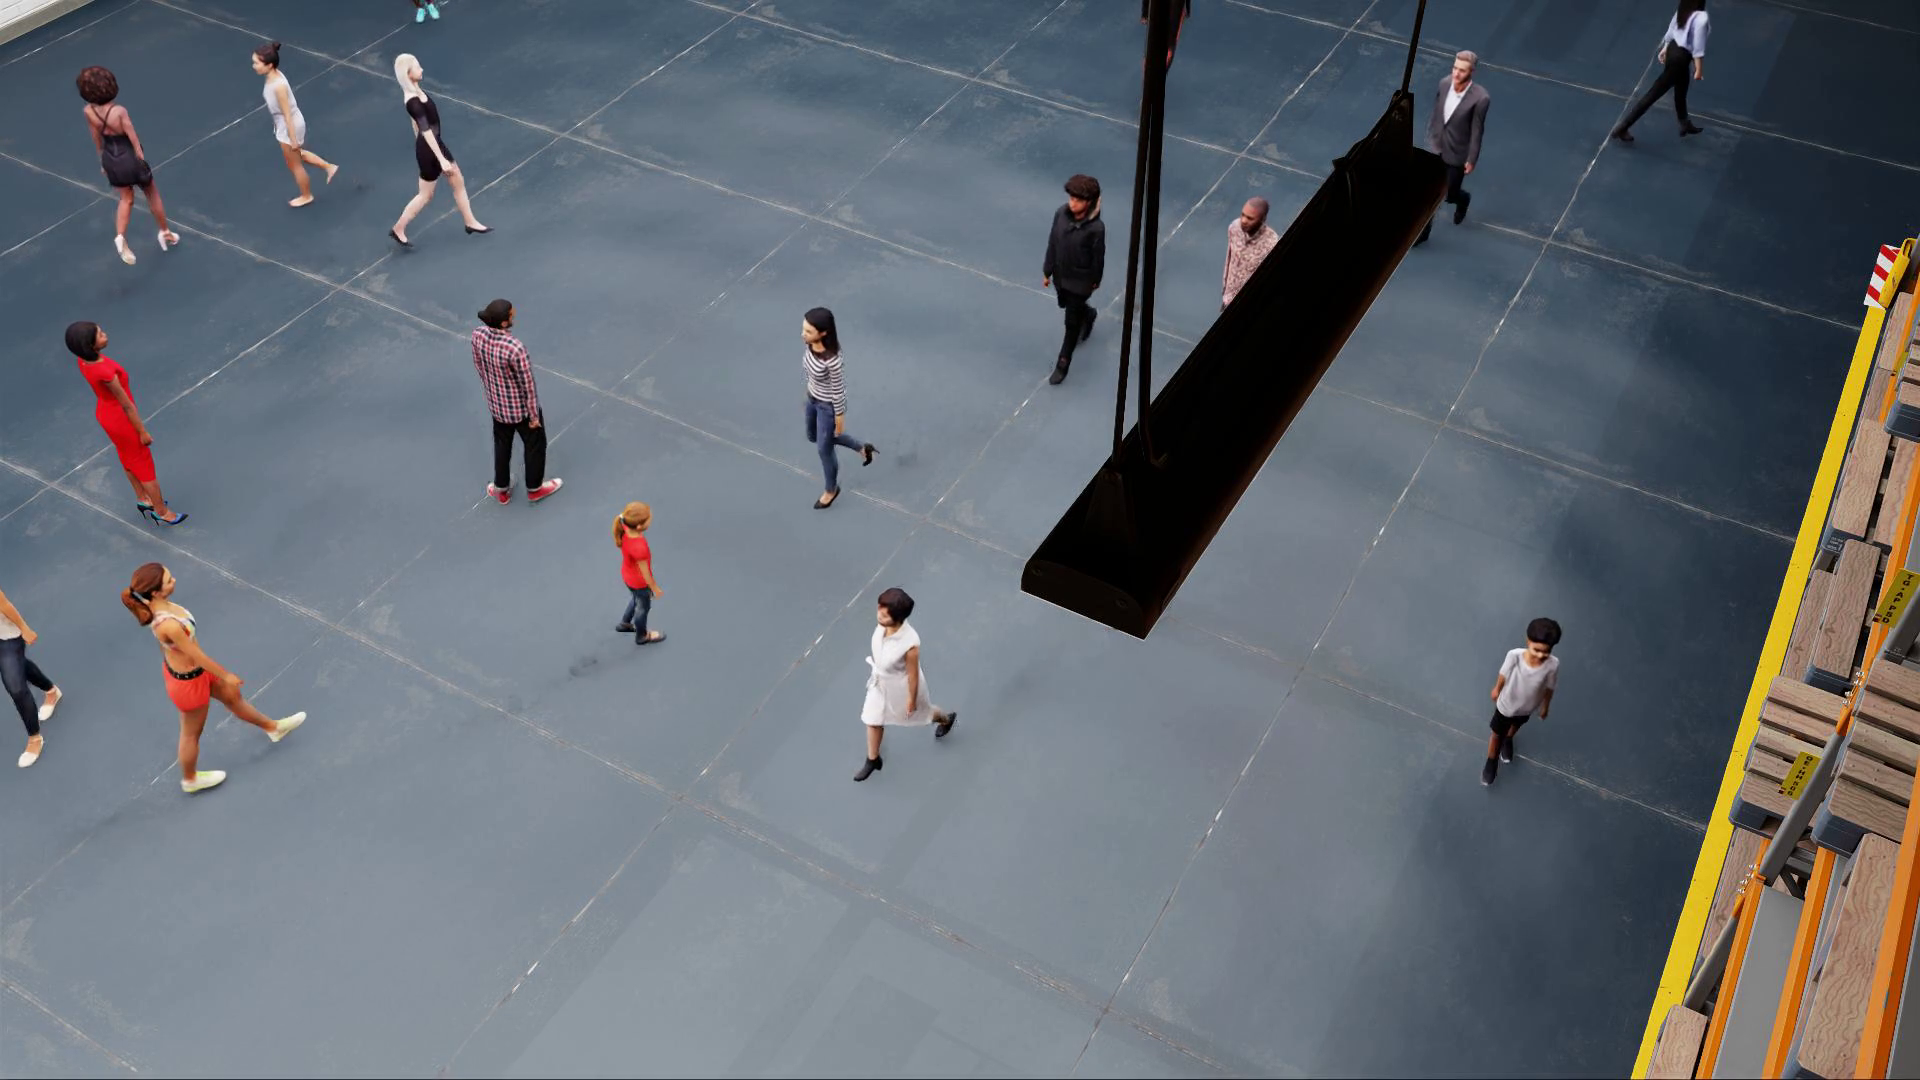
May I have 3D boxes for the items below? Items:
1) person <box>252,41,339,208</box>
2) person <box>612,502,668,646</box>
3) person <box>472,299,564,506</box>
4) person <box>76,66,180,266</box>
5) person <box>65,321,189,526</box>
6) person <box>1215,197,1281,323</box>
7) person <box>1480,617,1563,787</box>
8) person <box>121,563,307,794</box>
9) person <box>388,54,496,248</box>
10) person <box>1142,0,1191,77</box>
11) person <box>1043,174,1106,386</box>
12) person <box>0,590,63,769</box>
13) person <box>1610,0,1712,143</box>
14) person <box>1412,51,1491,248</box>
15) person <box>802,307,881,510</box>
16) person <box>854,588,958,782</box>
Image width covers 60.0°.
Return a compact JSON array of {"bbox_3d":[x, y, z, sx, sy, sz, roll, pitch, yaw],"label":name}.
[{"bbox_3d":[-5.974,-3.754,15.003,0.883,1.603,0.792,-19,47,-19],"label":"person"},{"bbox_3d":[-2.199,0.260,11.015,0.714,1.292,0.653,-17,46,-17],"label":"person"},{"bbox_3d":[-3.267,-0.984,11.991,0.787,1.747,0.690,12,45,13],"label":"person"},{"bbox_3d":[-7.177,-3.140,14.244,0.836,1.760,1.052,3,44,3],"label":"person"},{"bbox_3d":[-5.953,-0.823,11.825,0.600,1.743,0.561,31,52,29],"label":"person"},{"bbox_3d":[2.298,-1.914,12.938,0.816,1.787,1.007,32,52,29],"label":"person"},{"bbox_3d":[3.504,0.913,10.364,0.602,1.244,0.763,11,45,11],"label":"person"},{"bbox_3d":[-4.727,0.887,10.021,1.153,1.755,0.890,-25,49,-24],"label":"person"},{"bbox_3d":[-4.676,-3.303,14.392,1.168,1.793,1.081,-12,45,-12],"label":"person"},{"bbox_3d":[2.025,-5.210,16.402,0.772,1.782,1.166,13,45,13],"label":"person"},{"bbox_3d":[0.932,-2.154,13.215,0.691,1.752,1.132,27,50,25],"label":"person"},{"bbox_3d":[-6.021,0.514,10.413,0.879,1.755,1.034,2,44,2],"label":"person"},{"bbox_3d":[6.683,-4.495,15.716,1.121,1.691,1.194,-1,44,-1],"label":"person"},{"bbox_3d":[4.310,-3.420,14.492,1.068,1.824,0.906,-31,52,-29],"label":"person"},{"bbox_3d":[-0.880,-0.964,11.945,0.929,1.781,0.809,-23,48,-22],"label":"person"},{"bbox_3d":[-0.310,0.850,10.228,1.083,1.523,0.798,-28,50,-26],"label":"person"}]
